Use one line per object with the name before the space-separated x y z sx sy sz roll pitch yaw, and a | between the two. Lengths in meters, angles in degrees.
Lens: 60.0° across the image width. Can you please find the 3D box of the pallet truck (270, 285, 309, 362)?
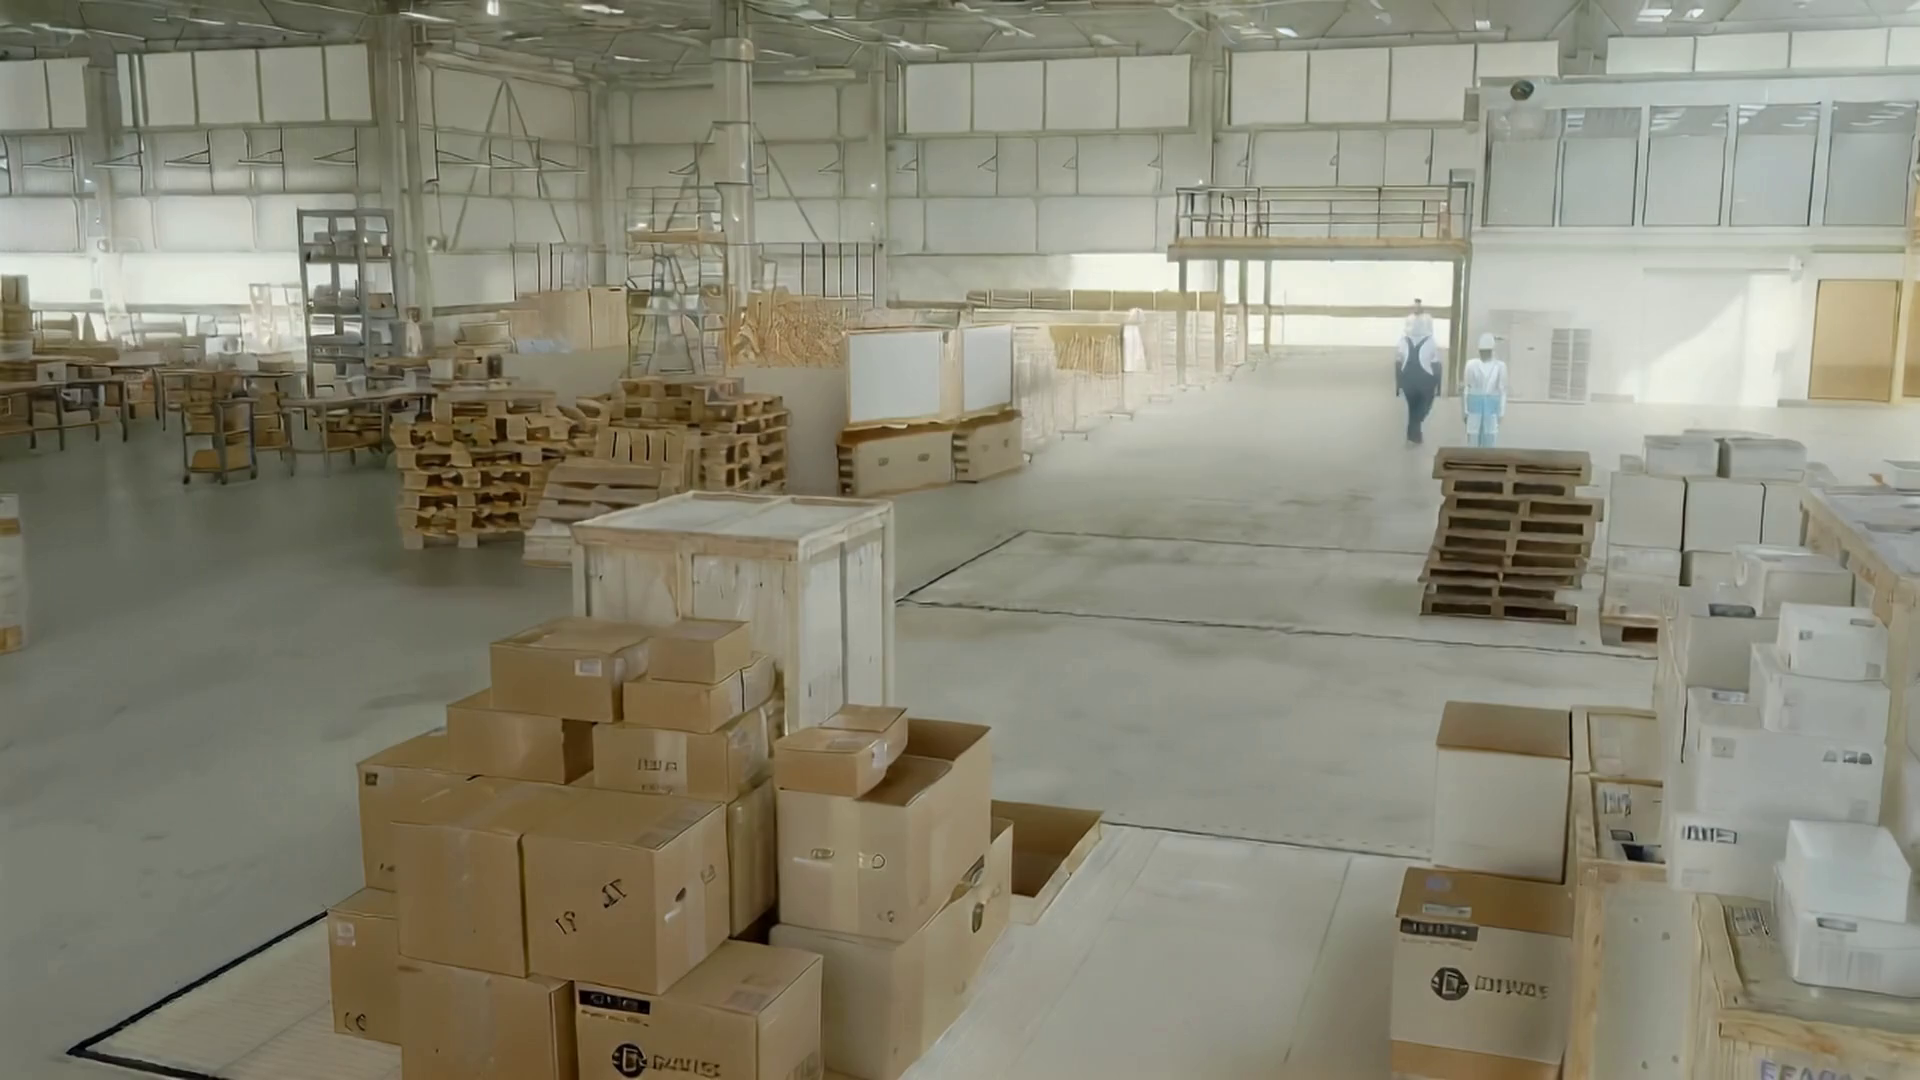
pallet truck | -17.147 -5.700 43.663 0.823 1.965 1.885 3 11 17

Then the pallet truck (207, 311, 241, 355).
pallet truck | -19.537 -5.575 44.913 0.653 1.274 1.630 3 11 19

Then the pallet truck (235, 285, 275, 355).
pallet truck | -18.327 -5.835 44.421 0.823 1.965 1.885 4 11 23

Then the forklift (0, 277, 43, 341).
forklift | -27.151 -6.329 46.328 1.157 1.987 2.680 3 11 17

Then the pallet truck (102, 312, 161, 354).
pallet truck | -23.057 -5.777 46.261 0.680 1.201 1.601 3 11 19

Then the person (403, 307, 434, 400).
person | -10.570 -3.650 32.610 0.933 1.831 0.516 -5 11 -27

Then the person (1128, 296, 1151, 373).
person | 4.107 -4.827 39.213 0.980 1.837 0.596 -5 11 -25

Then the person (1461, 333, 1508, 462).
person | 6.623 -1.649 21.018 0.550 1.935 0.376 2 10 13

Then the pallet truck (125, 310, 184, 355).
pallet truck | -22.038 -5.665 45.457 0.704 1.261 1.522 3 11 17

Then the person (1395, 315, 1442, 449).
person | 6.852 -2.393 24.917 0.684 2.000 0.955 9 13 40

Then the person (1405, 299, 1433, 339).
person | 9.847 -4.230 35.697 0.603 1.897 0.904 3 11 19

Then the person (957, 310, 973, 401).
person | 0.110 -3.604 32.538 0.334 1.761 0.529 -1 10 -5
